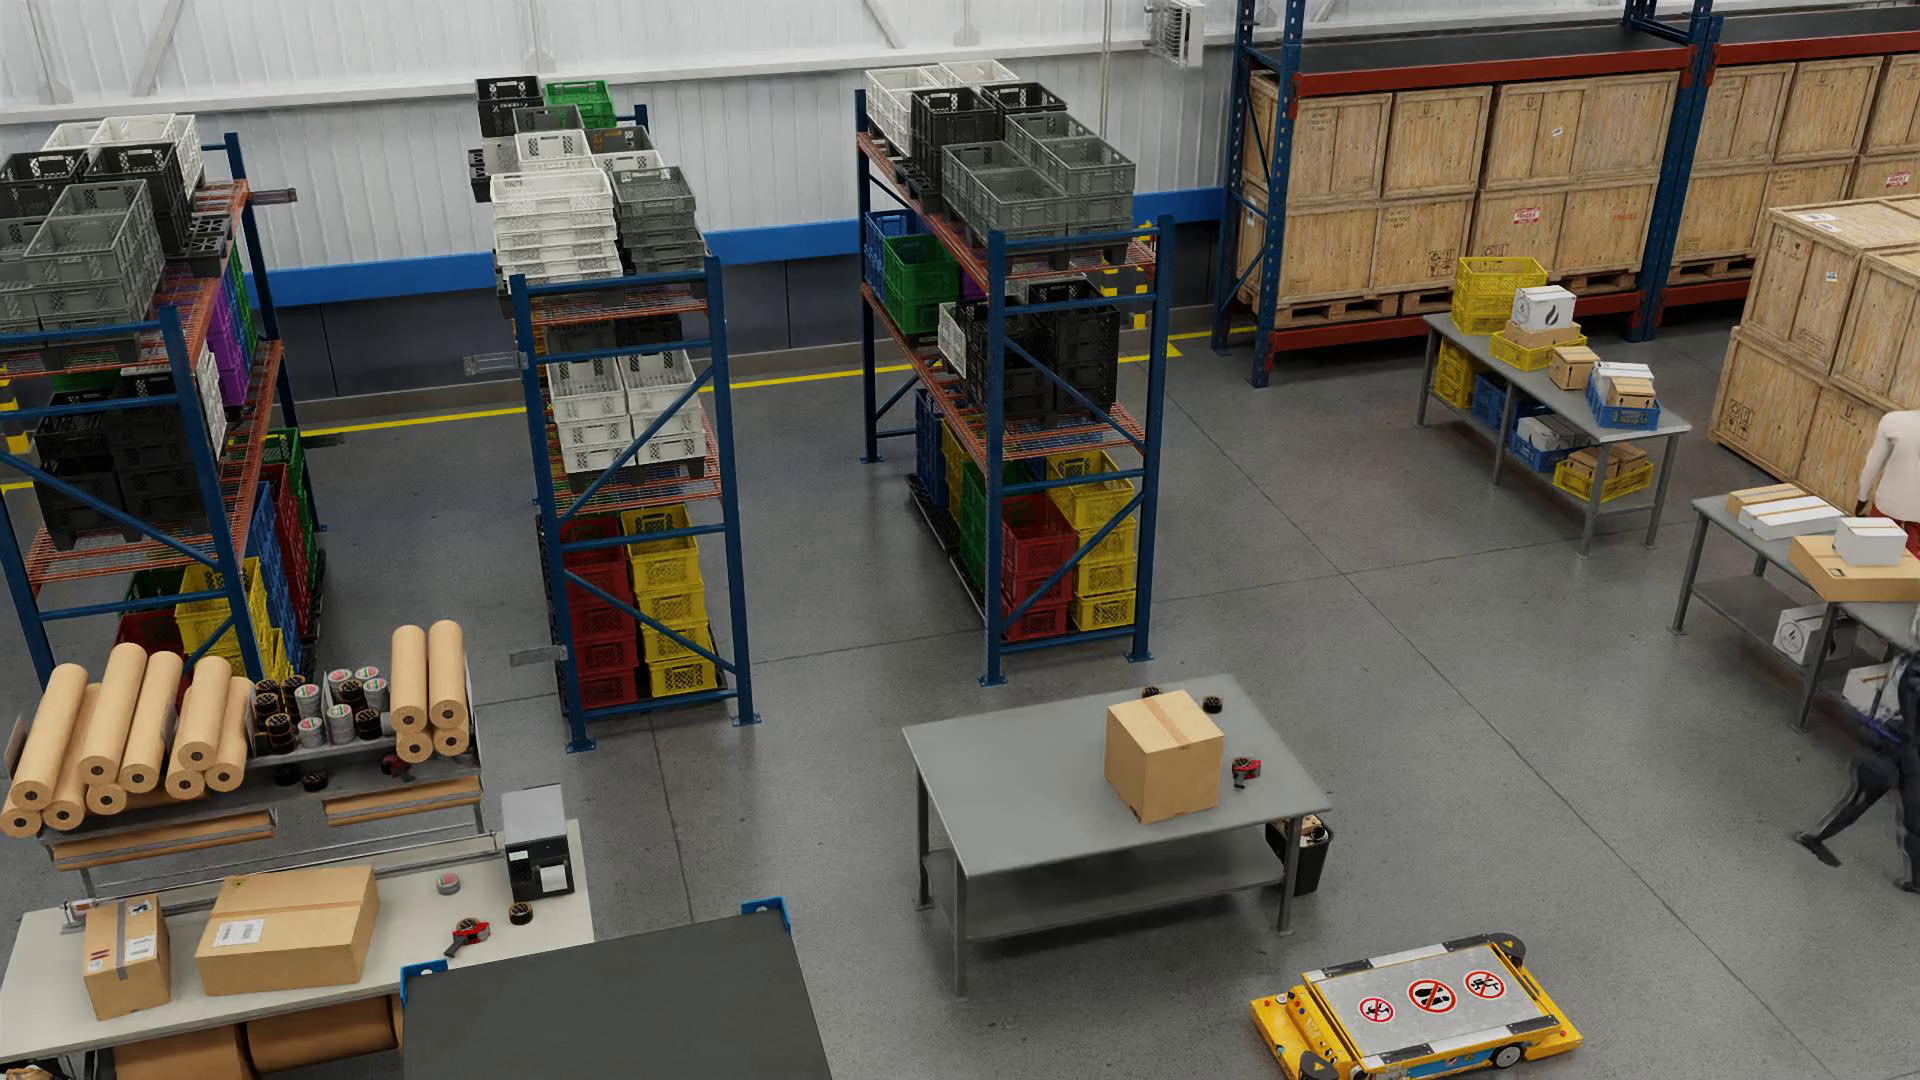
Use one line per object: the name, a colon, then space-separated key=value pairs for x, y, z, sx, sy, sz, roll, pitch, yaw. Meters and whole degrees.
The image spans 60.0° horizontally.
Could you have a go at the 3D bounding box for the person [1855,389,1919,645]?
person: x=6.173 y=-0.239 z=10.824 sx=0.621 sy=1.979 sz=0.420 roll=17 pitch=33 yaw=28

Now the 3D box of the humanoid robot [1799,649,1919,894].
humanoid robot: x=4.939 y=1.128 z=8.695 sx=0.561 sy=1.623 sz=0.766 roll=-15 pitch=32 yaw=-25

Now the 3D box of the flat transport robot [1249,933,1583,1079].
flat transport robot: x=2.184 y=2.282 z=7.980 sx=1.431 sy=0.197 sz=0.652 roll=-8 pitch=30 yaw=-14
